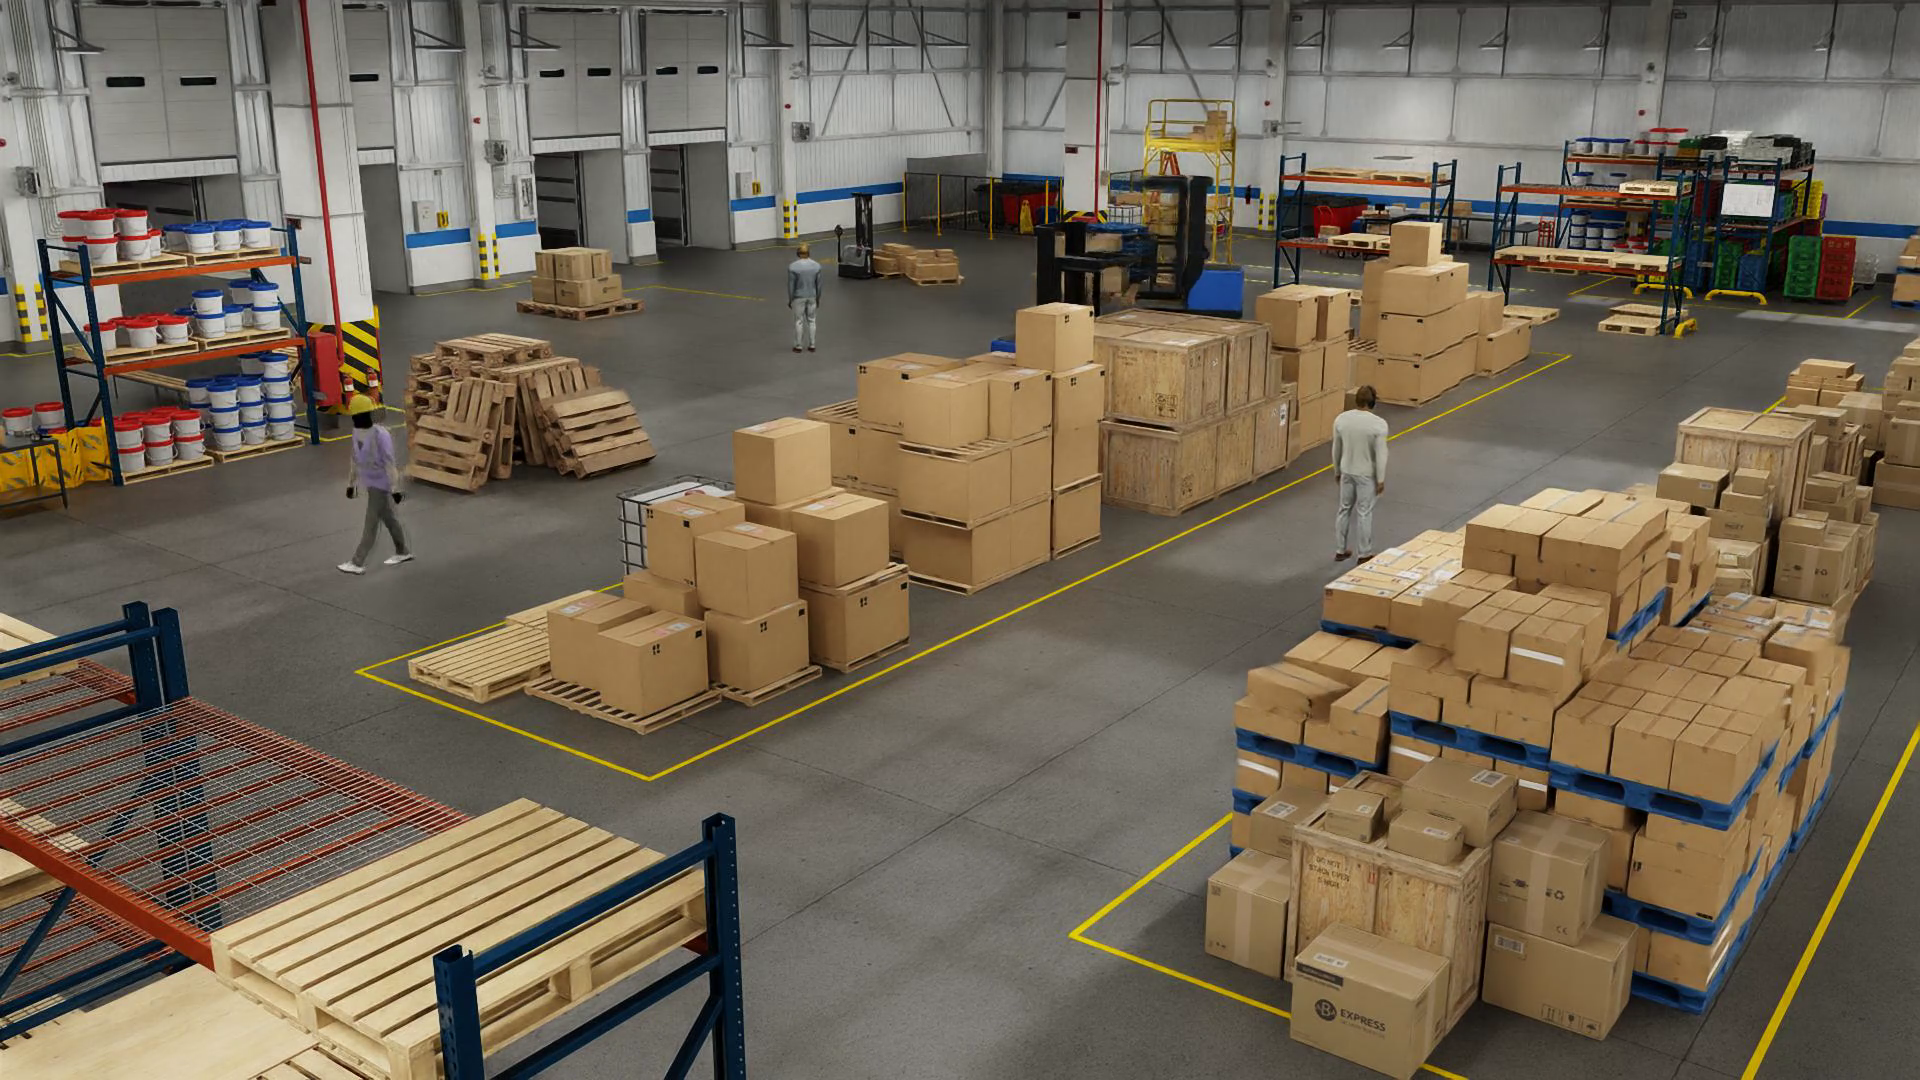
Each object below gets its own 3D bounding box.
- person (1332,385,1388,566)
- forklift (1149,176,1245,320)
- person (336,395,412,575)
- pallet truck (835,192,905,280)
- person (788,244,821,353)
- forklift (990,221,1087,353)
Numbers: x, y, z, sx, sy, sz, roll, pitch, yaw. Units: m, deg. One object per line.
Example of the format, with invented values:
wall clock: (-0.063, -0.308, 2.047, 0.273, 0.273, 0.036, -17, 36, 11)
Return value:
person: (4.249, -0.692, 17.677, 0.636, 1.938, 0.393, 16, 23, 42)
forklift: (4.668, -5.709, 32.679, 1.873, 2.768, 1.129, 3, 17, 10)
person: (-6.210, -0.576, 17.376, 0.611, 1.876, 0.992, 15, 22, 40)
pallet truck: (-1.936, -7.159, 38.982, 1.885, 1.965, 0.823, -12, 21, -34)
person: (-2.770, -4.293, 29.619, 0.631, 1.931, 0.383, -9, 19, -27)
forklift: (1.461, -3.273, 24.613, 1.873, 2.768, 1.129, 12, 21, 35)
